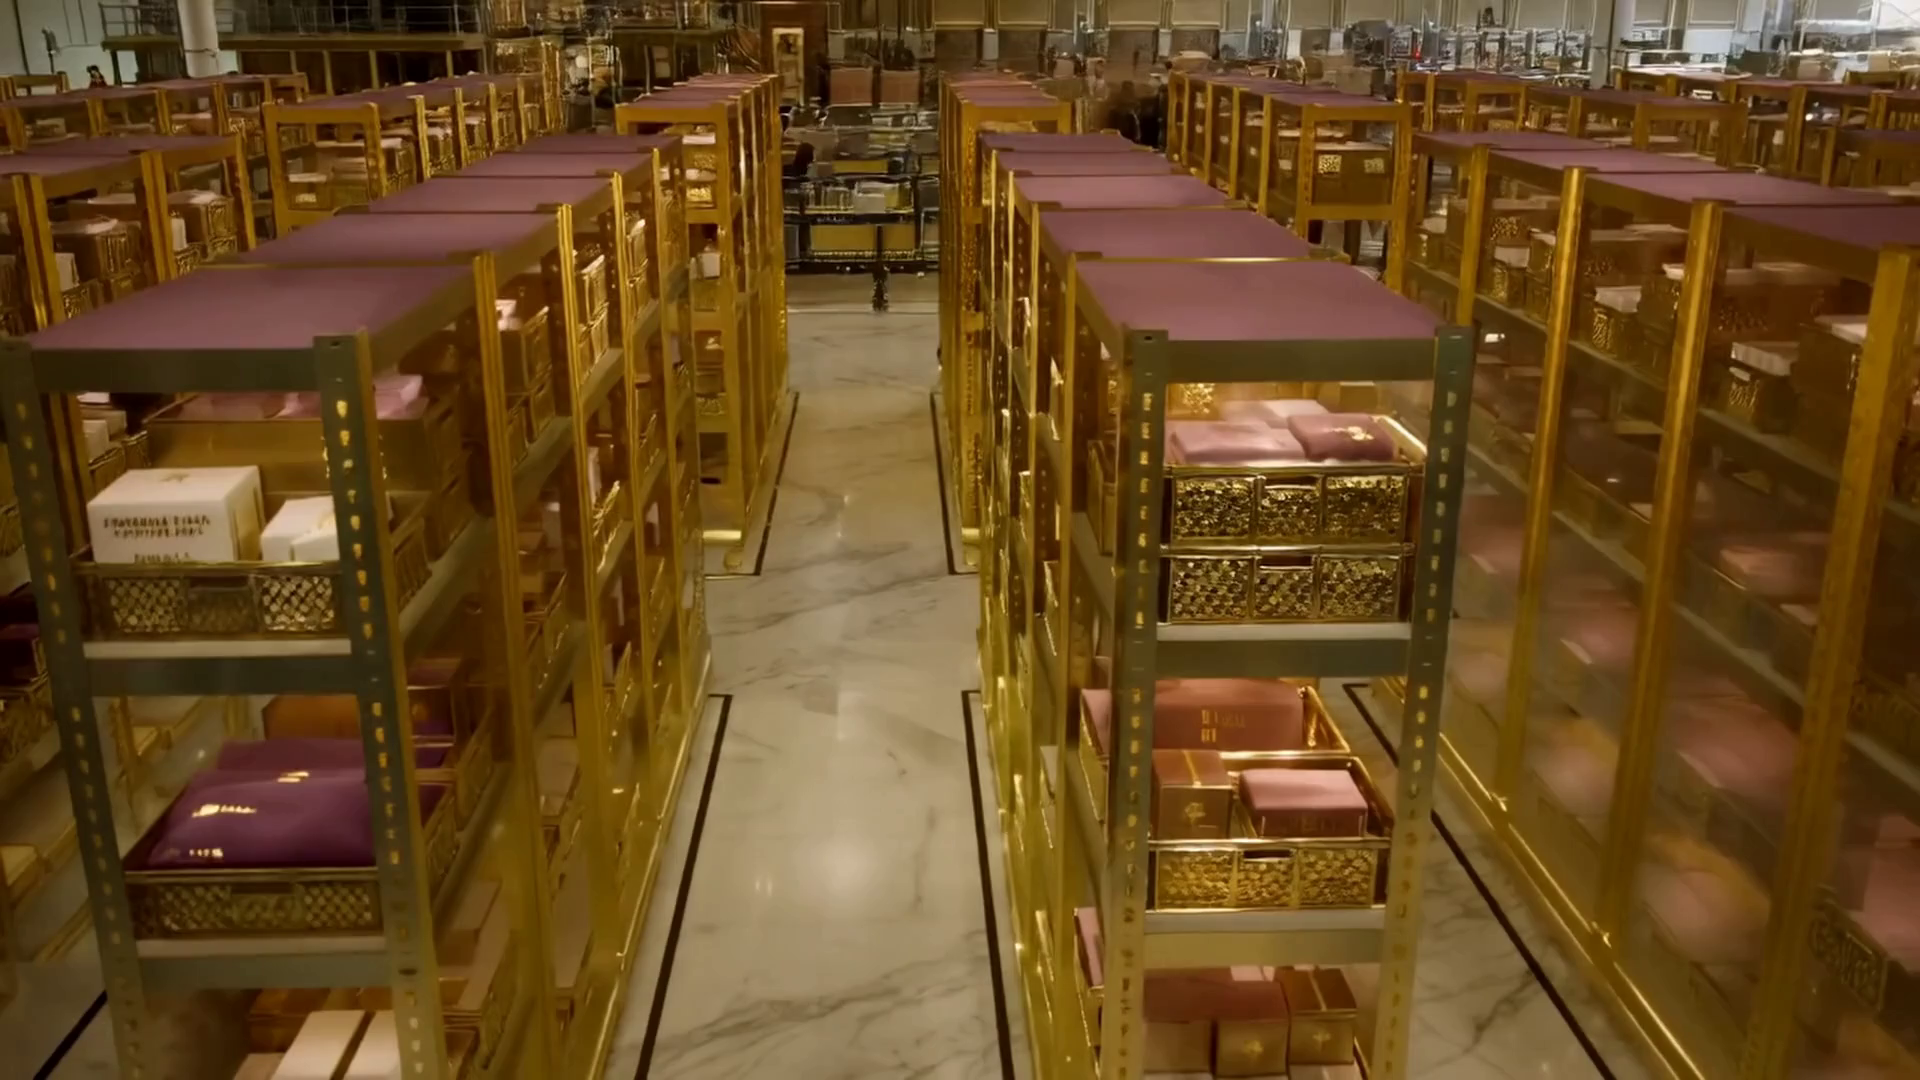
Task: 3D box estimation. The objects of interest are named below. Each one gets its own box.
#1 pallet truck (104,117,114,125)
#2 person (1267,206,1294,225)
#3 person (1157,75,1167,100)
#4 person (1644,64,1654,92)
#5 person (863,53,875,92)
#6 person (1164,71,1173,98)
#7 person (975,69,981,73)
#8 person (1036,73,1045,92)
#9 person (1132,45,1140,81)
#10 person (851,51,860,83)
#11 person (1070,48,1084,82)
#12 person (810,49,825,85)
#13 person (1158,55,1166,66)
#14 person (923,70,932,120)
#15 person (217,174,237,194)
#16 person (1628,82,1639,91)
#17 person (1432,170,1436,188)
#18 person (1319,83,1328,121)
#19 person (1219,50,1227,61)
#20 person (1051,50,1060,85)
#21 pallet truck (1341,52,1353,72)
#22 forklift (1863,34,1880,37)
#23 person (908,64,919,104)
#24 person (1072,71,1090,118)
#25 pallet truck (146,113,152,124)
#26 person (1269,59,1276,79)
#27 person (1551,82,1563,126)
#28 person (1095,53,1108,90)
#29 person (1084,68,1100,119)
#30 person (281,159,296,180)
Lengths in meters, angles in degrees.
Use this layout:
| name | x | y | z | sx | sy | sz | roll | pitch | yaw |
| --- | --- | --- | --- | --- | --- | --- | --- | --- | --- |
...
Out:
| name | x | y | z | sx | sy | sz | roll | pitch | yaw |
| --- | --- | --- | --- | --- | --- | --- | --- | --- | --- |
| pallet truck | -18.367 | -7.885 | 35.078 | 1.885 | 1.965 | 0.823 | 1 | 18 | 2 |
| person | 4.049 | -3.550 | 21.746 | 0.613 | 1.943 | 0.405 | 6 | 19 | 18 |
| person | 6.908 | -14.970 | 57.099 | 0.359 | 1.938 | 0.547 | -2 | 18 | -5 |
| person | 30.708 | -20.406 | 74.010 | 0.575 | 1.883 | 0.355 | -9 | 20 | -25 |
| person | -4.551 | -23.428 | 83.359 | 0.572 | 1.883 | 0.353 | 1 | 18 | 2 |
| person | 7.653 | -16.086 | 60.598 | 0.830 | 1.916 | 0.548 | -2 | 18 | -5 |
| person | 0.699 | -16.637 | 62.246 | 0.434 | 1.952 | 0.602 | 16 | 24 | 40 |
| person | 3.115 | -16.938 | 63.502 | 0.422 | 1.750 | 0.541 | -1 | 18 | -2 |
| person | 10.051 | -27.245 | 94.990 | 0.379 | 1.996 | 0.609 | -6 | 19 | -19 |
| person | -5.867 | -26.403 | 92.832 | 0.493 | 1.717 | 0.749 | 17 | 24 | 42 |
| person | 6.627 | -26.625 | 93.267 | 0.993 | 1.883 | 0.605 | 6 | 19 | 17 |
| person | -7.716 | -25.666 | 90.254 | 0.620 | 1.908 | 0.978 | 15 | 23 | 38 |
| person | 9.746 | -22.328 | 79.909 | 0.636 | 1.924 | 0.634 | -8 | 19 | -22 |
| person | -1.235 | -16.869 | 63.075 | 0.328 | 1.876 | 0.509 | -3 | 18 | -10 |
| person | -16.032 | -8.248 | 36.347 | 0.402 | 1.906 | 0.652 | 12 | 22 | 34 |
| person | 23.846 | -15.781 | 59.442 | 0.695 | 2.000 | 0.654 | -1 | 18 | -2 |
| person | 7.550 | -5.231 | 27.275 | 0.807 | 1.732 | 0.545 | -5 | 19 | -15 |
| person | 12.344 | -14.663 | 56.532 | 0.531 | 1.697 | 0.320 | 12 | 22 | 33 |
| person | 13.811 | -24.913 | 87.915 | 0.722 | 1.914 | 0.546 | -16 | 24 | -41 |
| person | 5.245 | -25.592 | 90.143 | 0.604 | 1.823 | 0.662 | 2 | 18 | 7 |
| pallet truck | 18.794 | -23.123 | 82.231 | 0.823 | 1.965 | 1.885 | -13 | 22 | -35 |
| forklift | 44.123 | -23.231 | 81.154 | 1.129 | 2.768 | 1.873 | -1 | 18 | -2 |
| person | -1.963 | -19.182 | 70.305 | 0.559 | 1.827 | 0.467 | 12 | 22 | 34 |
| person | 4.805 | -17.148 | 64.098 | 1.052 | 1.789 | 0.525 | 6 | 19 | 19 |
| pallet truck | -18.087 | -8.309 | 36.390 | 1.885 | 1.965 | 0.823 | -1 | 18 | -4 |
| person | 15.092 | -22.362 | 80.376 | 0.320 | 1.689 | 0.539 | 15 | 23 | 39 |
| person | 19.559 | -14.047 | 54.429 | 0.459 | 1.816 | 0.607 | 13 | 22 | 35 |
| person | 7.198 | -24.079 | 85.468 | 0.661 | 1.818 | 0.728 | -8 | 19 | -23 |
| person | 5.074 | -17.115 | 63.786 | 0.441 | 1.903 | 0.608 | -13 | 22 | -36 |
| person | -15.133 | -8.466 | 36.874 | 0.608 | 2.008 | 0.969 | -17 | 24 | -42 |
